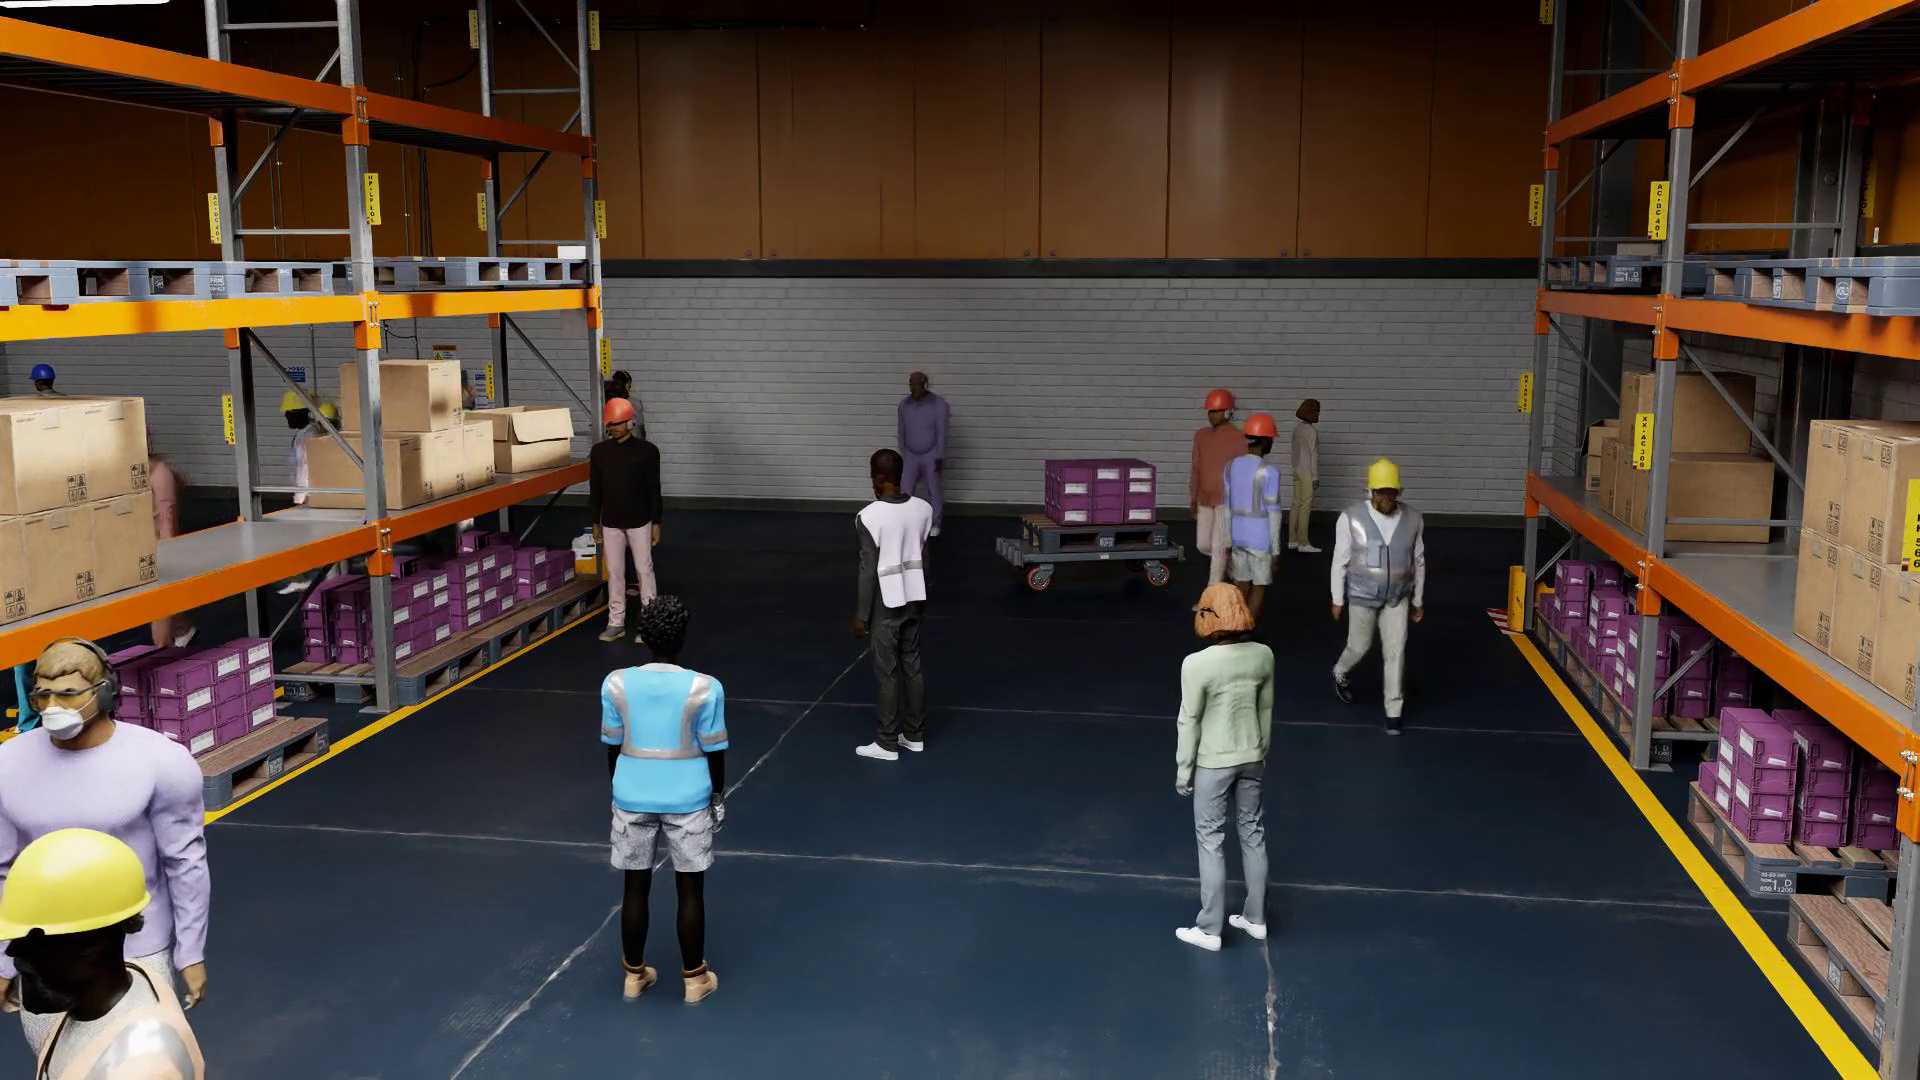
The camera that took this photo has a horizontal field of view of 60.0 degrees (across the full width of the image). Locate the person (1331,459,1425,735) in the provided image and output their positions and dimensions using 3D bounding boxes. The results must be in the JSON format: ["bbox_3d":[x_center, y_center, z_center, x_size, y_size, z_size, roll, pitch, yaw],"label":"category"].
[{"bbox_3d":[2.738,0.331,10.987,0.617,1.797,0.787,0,9,-2],"label":"person"}]

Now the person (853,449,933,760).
[{"bbox_3d":[-0.409,0.394,10.204,0.393,1.916,0.591,8,12,42],"label":"person"}]

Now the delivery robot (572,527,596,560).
[{"bbox_3d":[-3.508,0.119,15.795,0.477,0.478,0.707,-2,9,-14],"label":"delivery robot"}]

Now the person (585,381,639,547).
[{"bbox_3d":[-3.758,-0.779,17.723,0.643,1.820,0.646,7,11,36],"label":"person"}]

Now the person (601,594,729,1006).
[{"bbox_3d":[-1.198,1.061,6.787,0.530,1.687,0.325,1,9,5],"label":"person"}]

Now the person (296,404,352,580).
[{"bbox_3d":[-5.709,-0.341,15.173,0.602,1.792,0.685,-7,12,-38],"label":"person"}]

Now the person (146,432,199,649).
[{"bbox_3d":[-5.947,0.070,12.309,0.676,1.885,0.550,5,11,30],"label":"person"}]

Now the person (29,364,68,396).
[{"bbox_3d":[-10.257,-1.015,18.789,0.405,1.948,0.605,1,9,8],"label":"person"}]

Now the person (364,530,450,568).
[{"bbox_3d":[-5.640,-0.726,16.724,0.688,2.000,1.021,4,10,25],"label":"person"}]

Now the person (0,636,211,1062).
[{"bbox_3d":[-2.560,1.234,4.954,0.628,1.940,0.378,-1,9,-6],"label":"person"}]

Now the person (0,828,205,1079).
[{"bbox_3d":[-1.673,1.502,3.328,0.380,1.928,0.586,-6,11,-34],"label":"person"}]

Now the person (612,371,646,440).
[{"bbox_3d":[-3.793,-0.989,18.888,0.534,1.864,0.310,6,11,33],"label":"person"}]

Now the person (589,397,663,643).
[{"bbox_3d":[-2.696,-0.154,13.373,0.621,1.986,0.401,2,9,11],"label":"person"}]

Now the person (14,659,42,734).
[{"bbox_3d":[-5.690,0.426,10.256,0.561,1.836,0.379,-1,9,-8],"label":"person"}]

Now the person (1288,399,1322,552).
[{"bbox_3d":[3.697,-0.687,17.740,0.280,1.631,0.507,-2,9,-13],"label":"person"}]

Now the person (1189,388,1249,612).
[{"bbox_3d":[2.322,-0.366,14.707,0.758,1.975,0.632,-9,13,-43],"label":"person"}]

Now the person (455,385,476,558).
[{"bbox_3d":[-5.131,-0.704,17.293,0.640,1.839,0.520,5,11,29],"label":"person"}]

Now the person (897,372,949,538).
[{"bbox_3d":[-0.462,-0.912,18.393,0.656,1.865,0.955,3,10,20],"label":"person"}]

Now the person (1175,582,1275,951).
[{"bbox_3d":[1.175,0.997,7.386,0.498,1.626,0.289,-5,11,-29],"label":"person"}]

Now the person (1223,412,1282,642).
[{"bbox_3d":[2.230,-0.004,12.647,0.424,1.944,0.553,-6,11,-34],"label":"person"}]

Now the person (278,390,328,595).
[{"bbox_3d":[-6.034,-0.411,15.188,0.660,1.902,0.595,-6,11,-34],"label":"person"}]

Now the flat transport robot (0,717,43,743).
[{"bbox_3d":[-5.630,1.079,11.036,0.652,0.197,1.431,1,9,8],"label":"flat transport robot"}]
